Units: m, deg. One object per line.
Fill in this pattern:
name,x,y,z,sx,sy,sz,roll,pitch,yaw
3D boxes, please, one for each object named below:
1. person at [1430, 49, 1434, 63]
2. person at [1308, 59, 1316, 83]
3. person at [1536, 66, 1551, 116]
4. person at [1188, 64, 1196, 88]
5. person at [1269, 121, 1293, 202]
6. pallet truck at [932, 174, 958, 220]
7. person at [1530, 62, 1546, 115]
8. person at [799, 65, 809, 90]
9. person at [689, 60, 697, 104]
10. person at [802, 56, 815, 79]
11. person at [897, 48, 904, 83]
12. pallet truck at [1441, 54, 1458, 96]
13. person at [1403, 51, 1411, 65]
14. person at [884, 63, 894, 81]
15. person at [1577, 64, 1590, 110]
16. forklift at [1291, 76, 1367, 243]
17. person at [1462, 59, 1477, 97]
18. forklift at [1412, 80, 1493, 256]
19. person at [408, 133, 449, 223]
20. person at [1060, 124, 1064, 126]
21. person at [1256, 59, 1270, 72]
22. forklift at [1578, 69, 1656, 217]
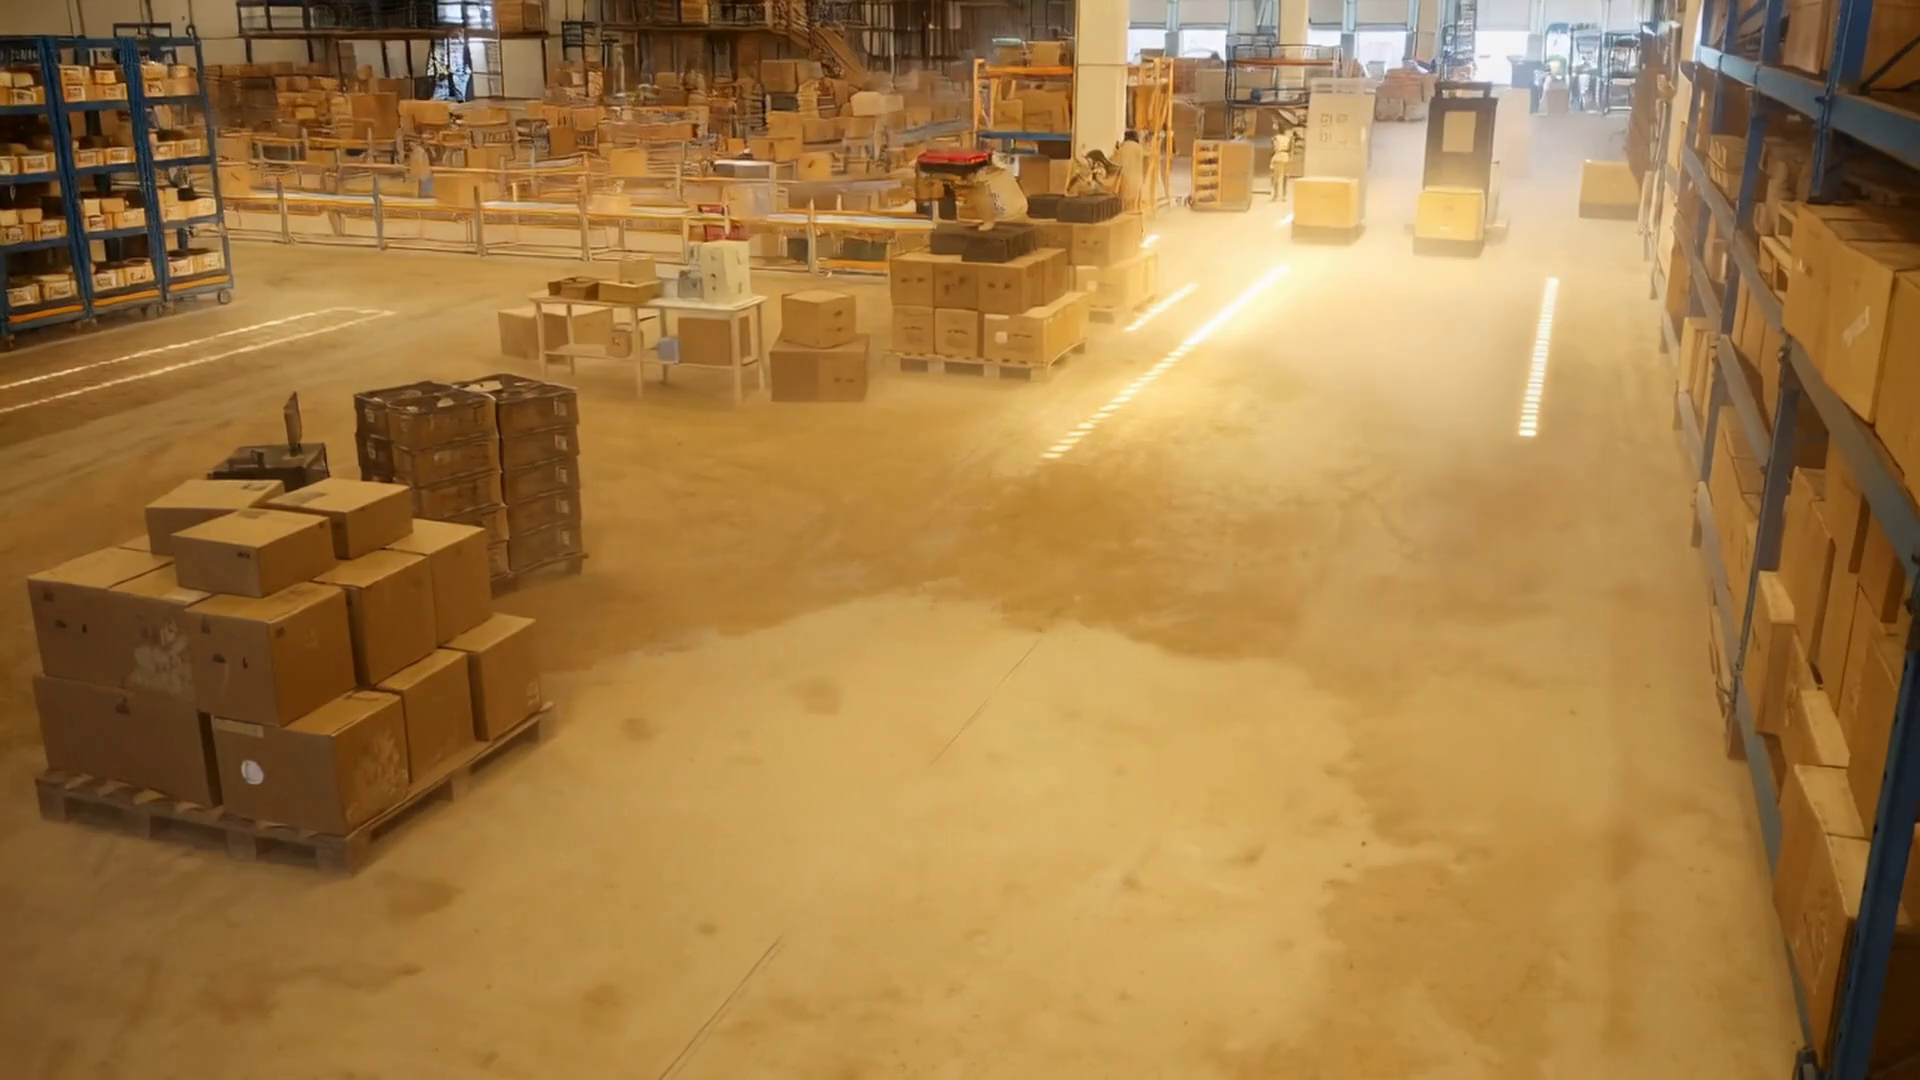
person,25.728,-25.897,91.073,0.366,1.926,0.592,-5,18,-14
person,19.751,-26.632,93.271,0.379,1.996,0.608,6,19,19
person,22.728,-17.442,64.600,0.322,1.871,0.531,-3,18,-10
person,9.396,-18.059,66.503,0.614,1.892,0.616,-2,18,-5
person,6.804,-8.028,35.300,0.541,1.696,0.315,-9,20,-25
pallet truck,-0.507,-5.292,27.348,0.653,1.274,1.630,6,19,19
person,22.710,-17.709,65.161,0.535,2.000,0.693,2,18,7
person,-6.460,-19.025,69.775,0.570,1.751,0.534,13,22,36
person,-11.680,-20.044,72.815,0.346,1.847,0.506,0,18,-1
person,-6.881,-21.048,75.785,0.608,1.959,0.384,4,18,12
person,-3.352,-26.635,93.373,0.401,1.939,0.602,1,18,4
pallet truck,22.765,-21.886,78.355,0.823,1.965,1.885,-4,18,-14
person,23.222,-24.457,86.591,0.665,1.898,0.574,-7,19,-22
person,-2.987,-18.932,69.345,0.523,1.841,0.799,7,19,21
person,24.802,-17.955,66.190,0.573,1.883,0.354,-14,22,-38
forklift,6.598,-6.755,29.381,1.129,2.768,1.873,6,19,19
person,23.637,-21.381,77.100,0.636,1.808,0.939,0,18,-2
forklift,8.304,-6.264,27.837,1.129,2.768,1.873,6,19,19
person,-10.157,-6.831,31.514,0.925,1.718,0.529,1,18,4
person,2.701,-11.860,47.499,0.498,1.601,0.801,6,19,19
person,14.081,-21.487,77.472,0.619,1.784,1.022,-4,18,-14
forklift,13.219,-7.740,32.475,1.873,2.768,1.129,6,19,18
